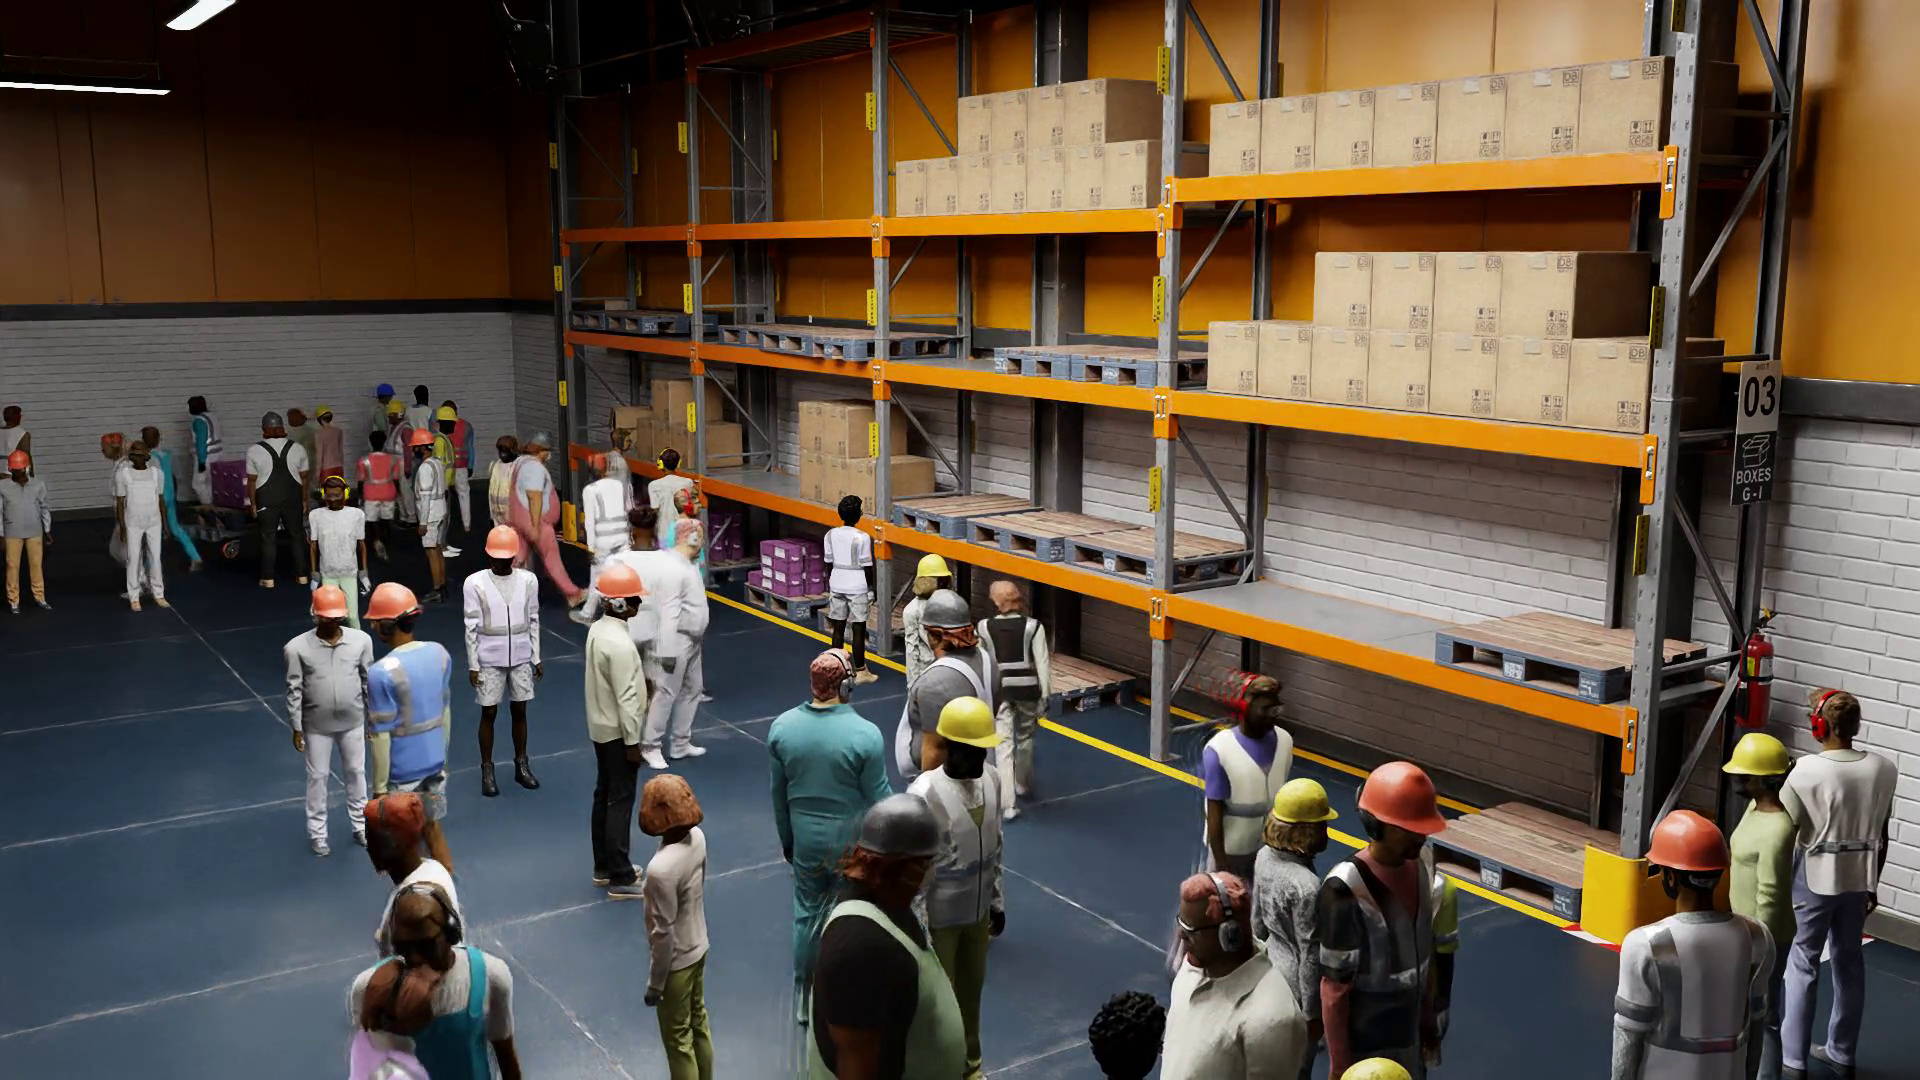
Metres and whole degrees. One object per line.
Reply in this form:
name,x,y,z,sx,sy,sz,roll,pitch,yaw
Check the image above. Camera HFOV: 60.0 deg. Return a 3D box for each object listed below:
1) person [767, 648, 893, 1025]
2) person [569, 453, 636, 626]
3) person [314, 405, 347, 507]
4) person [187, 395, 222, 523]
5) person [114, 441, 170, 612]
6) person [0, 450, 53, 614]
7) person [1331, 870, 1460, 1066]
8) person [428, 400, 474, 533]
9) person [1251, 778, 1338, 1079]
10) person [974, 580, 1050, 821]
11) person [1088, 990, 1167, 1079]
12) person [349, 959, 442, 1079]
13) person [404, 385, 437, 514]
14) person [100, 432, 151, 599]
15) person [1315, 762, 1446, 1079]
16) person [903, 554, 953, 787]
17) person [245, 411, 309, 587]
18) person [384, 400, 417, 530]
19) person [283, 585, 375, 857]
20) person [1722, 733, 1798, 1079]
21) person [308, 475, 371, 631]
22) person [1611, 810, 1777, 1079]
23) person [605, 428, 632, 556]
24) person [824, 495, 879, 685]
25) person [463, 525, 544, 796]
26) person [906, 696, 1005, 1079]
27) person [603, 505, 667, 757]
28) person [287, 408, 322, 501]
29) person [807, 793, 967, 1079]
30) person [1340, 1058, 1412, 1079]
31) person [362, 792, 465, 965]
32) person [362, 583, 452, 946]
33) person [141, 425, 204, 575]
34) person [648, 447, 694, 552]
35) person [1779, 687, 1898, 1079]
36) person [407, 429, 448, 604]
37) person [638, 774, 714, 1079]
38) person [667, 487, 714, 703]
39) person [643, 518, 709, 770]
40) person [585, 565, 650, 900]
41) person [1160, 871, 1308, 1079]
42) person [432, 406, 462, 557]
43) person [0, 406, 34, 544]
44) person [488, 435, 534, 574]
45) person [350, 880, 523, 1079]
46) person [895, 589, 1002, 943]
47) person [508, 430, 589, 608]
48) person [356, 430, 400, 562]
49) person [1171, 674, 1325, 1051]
person,-0.609,1.471,8.176,0.641,1.909,0.409,4,11,23
person,-3.542,0.028,16.945,1.024,1.826,0.655,9,13,44
person,-8.732,-0.981,23.003,0.327,1.761,0.522,4,10,20
person,-10.824,-1.158,23.826,0.462,1.834,0.676,-1,10,-7
person,-8.792,-0.156,17.920,0.507,1.842,0.351,-8,13,-41
person,-10.038,-0.095,17.834,0.562,1.745,0.339,-9,13,-43
person,1.718,1.833,6.685,0.535,1.693,0.320,4,10,20
person,-7.030,-1.014,22.998,0.631,1.837,0.432,-6,11,-32
person,1.349,1.802,6.711,0.297,1.743,0.493,-3,10,-14
person,0.357,1.071,11.420,0.532,1.588,0.801,1,10,3
person,0.467,2.143,4.869,0.320,1.694,0.534,-9,13,-42
person,-1.873,2.108,5.307,0.481,1.615,0.543,-5,11,-27
person,-7.932,-1.329,24.576,0.593,1.920,0.392,4,10,20
person,-9.266,-0.260,18.453,0.415,1.866,0.618,-6,11,-31
person,1.546,1.776,6.042,0.614,2.029,0.409,-9,13,-42
person,-0.189,0.961,11.646,0.290,1.746,0.487,8,12,38
person,-7.908,-0.487,19.274,0.683,2.000,0.535,-7,12,-34
person,-7.823,-1.057,23.270,0.403,1.824,0.593,-7,12,-37
person,-3.983,1.139,10.606,0.568,1.743,0.350,-6,12,-33
person,3.462,1.700,7.267,0.341,1.760,0.525,3,10,18
person,-5.582,0.335,14.973,0.517,1.865,0.328,-3,10,-19
person,2.479,1.877,5.741,0.543,1.929,0.386,-1,10,-8
person,-3.956,-0.386,19.305,0.351,1.834,0.518,-6,11,-32
person,-0.972,0.443,14.825,0.533,1.697,0.319,7,12,36
person,-3.221,0.844,11.796,0.542,1.929,0.374,-6,11,-32
person,0.002,1.614,7.306,0.397,1.920,0.587,9,13,41
person,-2.402,0.702,12.642,0.619,1.933,0.649,-2,10,-9
person,-9.498,-1.140,24.412,0.630,1.597,0.569,1,10,6
person,-0.294,1.832,5.663,0.632,2.000,0.695,0,10,0
person,1.061,2.200,4.408,0.320,1.738,0.483,-2,10,-12
person,-2.035,1.844,6.130,0.537,1.861,0.607,-2,10,-9
person,-3.052,1.238,9.173,0.408,2.036,0.613,4,10,20
person,-9.498,-0.470,19.853,0.844,1.816,0.522,3,10,19
person,-2.952,-0.017,17.018,0.513,1.872,0.331,-6,11,-32
person,3.994,1.596,7.644,0.560,1.839,0.396,-1,10,-8
person,-5.858,-0.263,18.308,0.379,1.930,0.537,-1,10,-4
person,-1.218,1.791,7.098,0.279,1.633,0.506,2,10,9
person,-2.345,0.468,14.232,0.389,1.850,0.565,-2,10,-14
person,-2.136,0.772,12.419,0.534,1.870,0.681,1,10,4
person,-2.021,1.131,9.914,0.396,1.993,0.617,-5,11,-27
person,0.822,1.970,5.302,0.401,1.894,0.654,-3,10,-17
person,-6.536,-0.744,21.158,0.400,1.919,0.590,-2,10,-13
person,-12.556,-0.857,22.062,0.562,1.836,0.392,3,10,16
person,-5.001,-0.254,18.523,0.627,1.835,0.428,5,11,26
person,-1.700,1.968,5.498,0.536,1.825,0.376,-4,10,-21
person,-0.088,1.263,9.004,0.535,2.000,0.688,5,11,29
person,-4.528,-0.239,17.819,1.059,2.000,0.758,-7,12,-35
person,-7.171,-0.523,20.588,0.539,1.677,0.614,-6,12,-33
person,1.393,1.523,8.215,0.578,1.800,0.981,-6,11,-30
